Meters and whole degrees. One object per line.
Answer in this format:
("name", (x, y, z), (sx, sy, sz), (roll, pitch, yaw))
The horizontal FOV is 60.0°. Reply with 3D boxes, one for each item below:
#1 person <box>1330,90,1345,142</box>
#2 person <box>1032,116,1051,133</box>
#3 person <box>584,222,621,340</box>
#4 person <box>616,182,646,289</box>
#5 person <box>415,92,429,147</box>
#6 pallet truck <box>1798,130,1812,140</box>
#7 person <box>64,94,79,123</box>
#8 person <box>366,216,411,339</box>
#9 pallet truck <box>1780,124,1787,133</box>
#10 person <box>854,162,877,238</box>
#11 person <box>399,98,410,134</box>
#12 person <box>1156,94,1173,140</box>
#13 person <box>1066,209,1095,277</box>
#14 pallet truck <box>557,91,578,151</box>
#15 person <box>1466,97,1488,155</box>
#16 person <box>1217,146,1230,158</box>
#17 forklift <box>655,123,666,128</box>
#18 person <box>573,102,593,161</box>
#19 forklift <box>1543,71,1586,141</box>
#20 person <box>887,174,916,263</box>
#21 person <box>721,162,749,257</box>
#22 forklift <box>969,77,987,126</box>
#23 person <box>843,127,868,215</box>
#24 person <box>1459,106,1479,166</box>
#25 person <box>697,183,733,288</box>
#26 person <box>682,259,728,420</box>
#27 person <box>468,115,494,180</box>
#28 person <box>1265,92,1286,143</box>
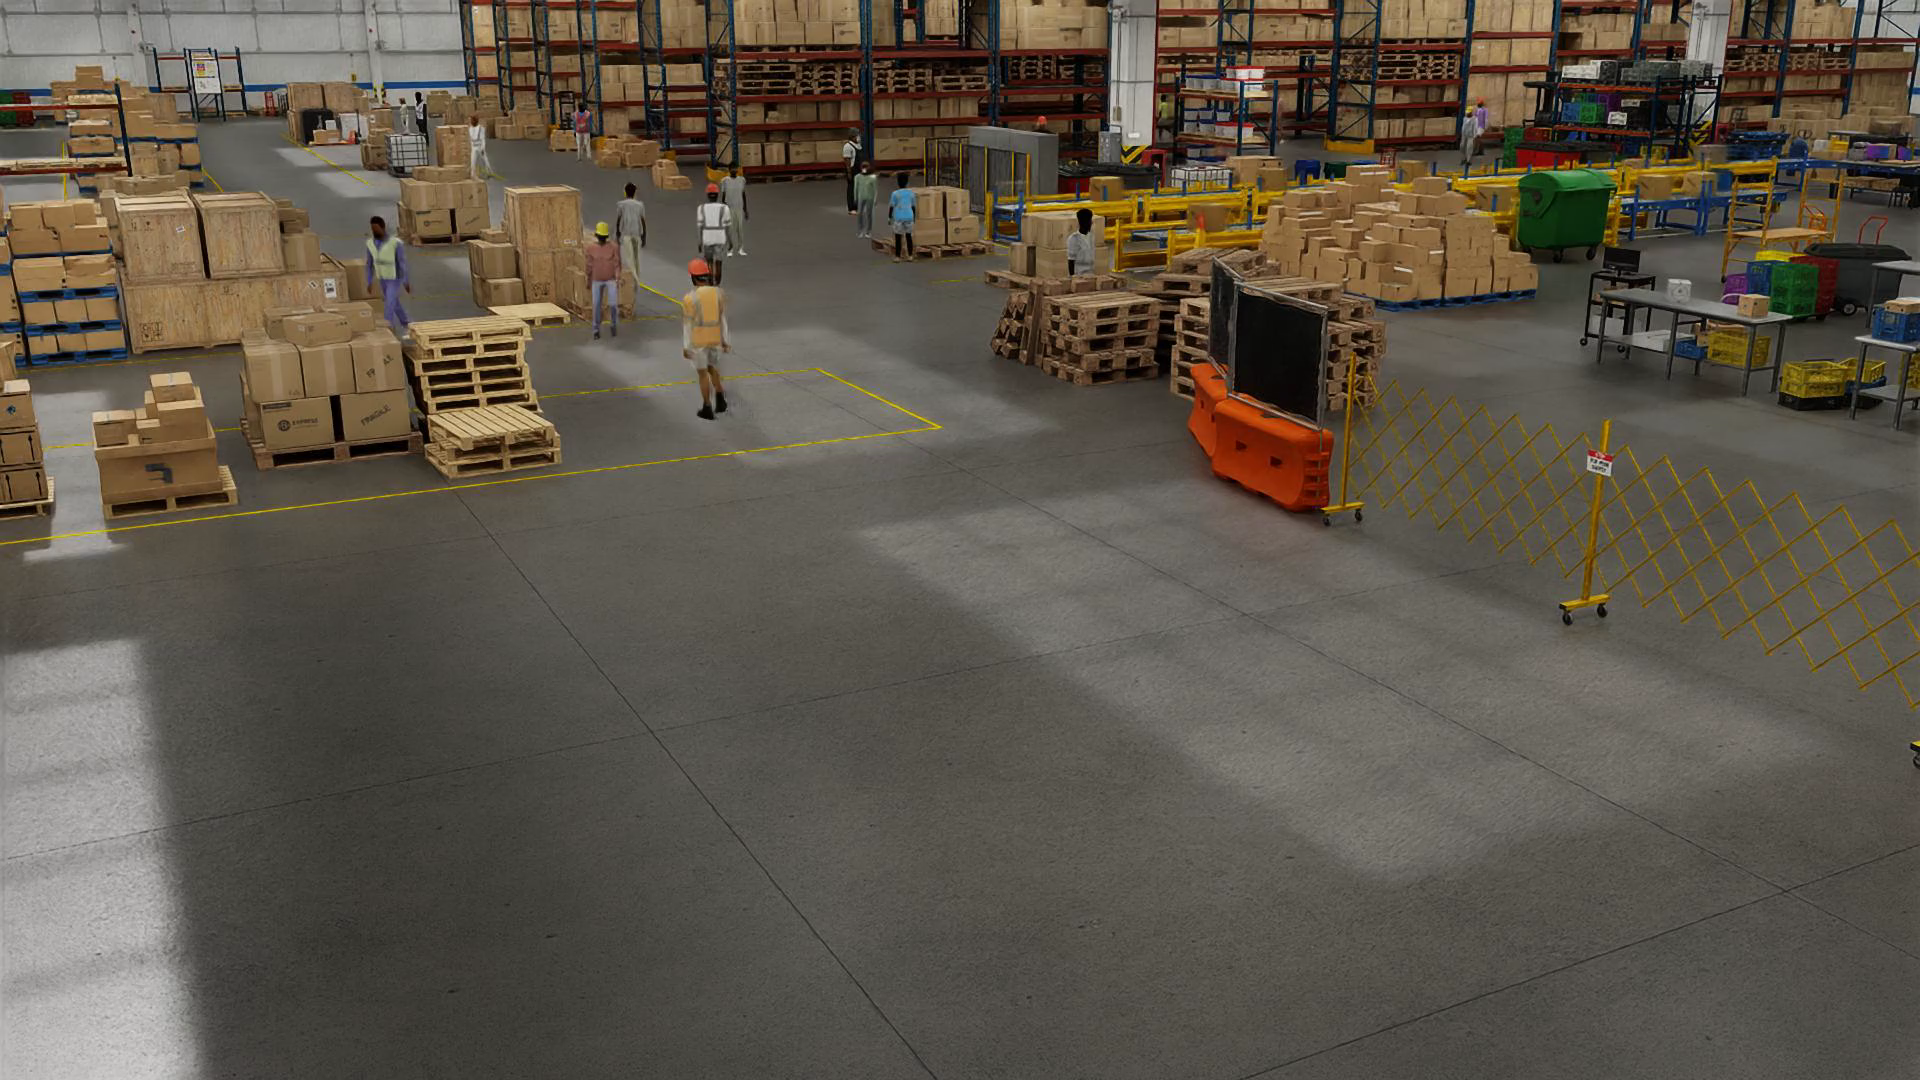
("person", (13.648, -15.295, 60.129), (0.495, 1.883, 0.638), (-3, 18, -10))
("person", (2.153, -10.212, 44.099), (0.625, 1.991, 0.389), (-6, 19, -19))
("person", (-5.271, -3.825, 24.586), (0.543, 1.745, 0.434), (-3, 18, -8))
("person", (-5.760, -5.342, 29.177), (0.519, 1.841, 0.838), (-8, 19, -22))
("person", (-18.885, -14.748, 58.379), (0.588, 1.911, 0.398), (15, 23, 38))
("pallet truck", (25.526, -11.556, 49.408), (1.630, 1.274, 0.653), (-9, 20, -26))
("person", (-33.220, -15.837, 62.238), (0.520, 1.627, 0.378), (0, 18, -1))
("person", (-8.391, -3.807, 24.356), (0.608, 1.860, 1.045), (7, 19, 20))
("pallet truck", (25.206, -12.542, 52.601), (1.601, 1.201, 0.680), (0, 18, -2))
("person", (-2.029, -7.218, 35.386), (0.526, 1.593, 0.802), (2, 18, 7))
("person", (-20.022, -15.116, 59.977), (0.314, 1.629, 0.509), (-7, 19, -21))
("person", (7.559, -15.639, 61.531), (0.555, 1.682, 0.536), (13, 22, 35))
("person", (1.788, -3.871, 24.376), (0.362, 1.963, 0.614), (13, 22, 34))
("pallet truck", (-13.495, -14.412, 57.188), (0.823, 1.965, 1.885), (-3, 18, -9))
("person", (17.109, -13.683, 55.071), (0.948, 1.891, 0.548), (-9, 20, -25))
("person", (7.148, -10.494, 45.369), (0.583, 1.745, 0.534), (-9, 20, -25))
("forklift", (-11.703, -18.290, 67.855), (1.873, 2.768, 1.129), (-1, 18, -2))
("person", (-12.050, -13.042, 53.169), (0.621, 1.845, 0.430), (0, 18, 0))
("forklift", (18.685, -13.231, 52.085), (1.873, 2.768, 1.129), (-9, 20, -26))
("person", (-1.092, -6.177, 32.019), (0.544, 1.686, 0.321), (-10, 20, -28))
("person", (-4.431, -6.523, 32.847), (0.523, 1.848, 0.492), (-6, 19, -19))
("forklift", (0.090, -13.467, 52.820), (1.873, 2.768, 1.129), (-9, 20, -26))
("person", (-2.449, -8.766, 39.516), (0.538, 2.000, 0.684), (8, 19, 23))
("person", (15.800, -12.548, 51.676), (0.430, 1.816, 0.601), (-13, 22, -36))
("person", (-4.161, -5.111, 28.341), (0.560, 1.903, 0.850), (1, 18, 2))
("person", (-3.050, -2.383, 19.802), (0.582, 1.921, 0.404), (-15, 23, -39))
("person", (-13.680, -11.136, 47.259), (0.591, 1.832, 1.021), (7, 19, 22))
("person", (11.452, -15.295, 60.170), (0.982, 1.869, 0.646), (-10, 21, -29))
